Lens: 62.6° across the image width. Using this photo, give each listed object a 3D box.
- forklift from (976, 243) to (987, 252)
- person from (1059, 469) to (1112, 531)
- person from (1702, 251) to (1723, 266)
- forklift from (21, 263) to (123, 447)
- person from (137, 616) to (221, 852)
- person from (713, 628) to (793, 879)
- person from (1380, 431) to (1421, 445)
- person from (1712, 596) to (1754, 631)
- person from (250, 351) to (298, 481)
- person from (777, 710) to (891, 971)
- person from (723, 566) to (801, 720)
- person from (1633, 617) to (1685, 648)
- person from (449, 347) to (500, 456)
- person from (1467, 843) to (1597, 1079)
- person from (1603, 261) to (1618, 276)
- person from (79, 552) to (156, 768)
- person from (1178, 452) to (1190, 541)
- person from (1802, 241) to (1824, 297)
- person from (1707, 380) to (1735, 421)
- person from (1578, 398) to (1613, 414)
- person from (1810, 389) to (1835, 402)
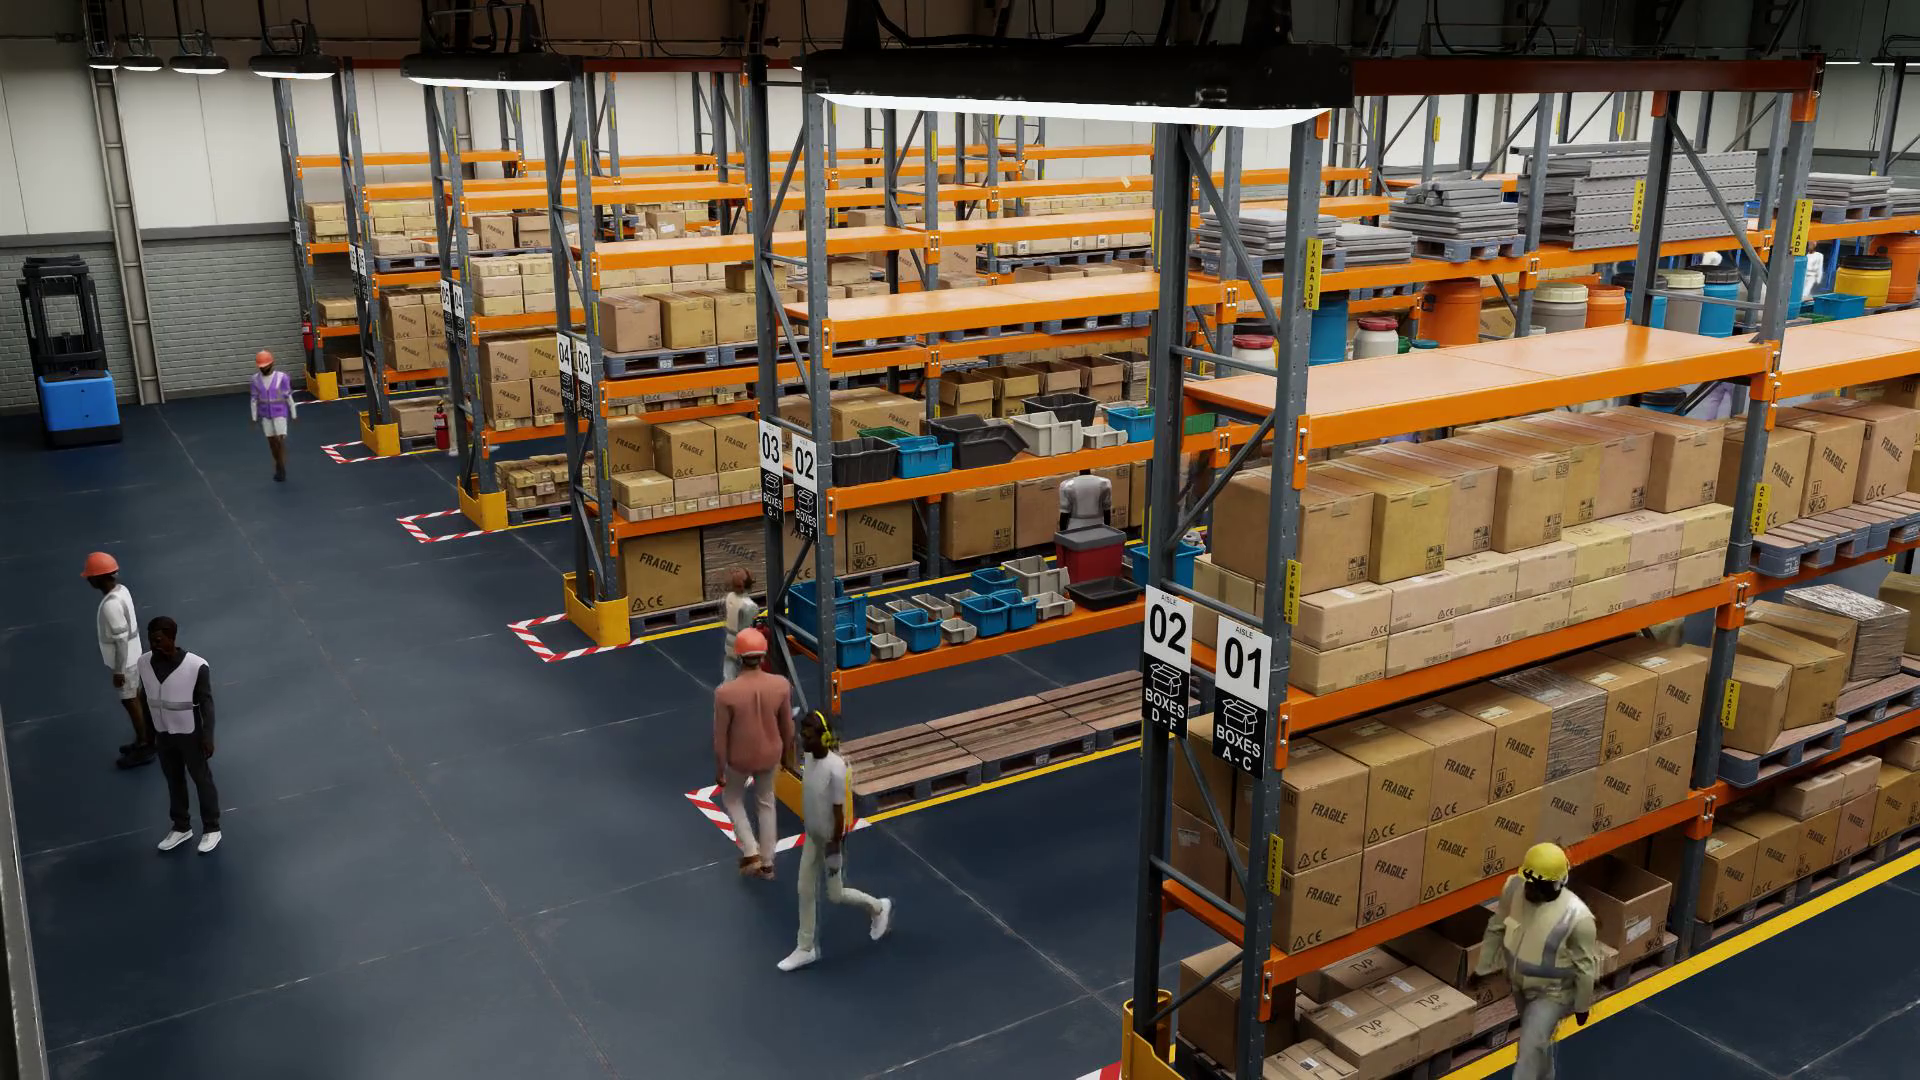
[{"bbox_3d":[0.988,-5.474,34.718,1.214,2.155,2.313,-10,20,-31],"label":"forklift"},{"bbox_3d":[1.369,-0.084,17.363,0.603,1.962,0.367,-3,17,-9],"label":"person"},{"bbox_3d":[17.517,-6.137,37.178,0.946,1.987,0.674,-3,17,-10],"label":"person"},{"bbox_3d":[-14.518,-3.079,25.708,1.129,2.768,1.873,-10,20,-31],"label":"forklift"},{"bbox_3d":[-6.061,1.492,12.272,0.587,1.920,0.392,3,17,9],"label":"person"},{"bbox_3d":[-1.550,1.600,11.817,0.644,1.974,0.444,-9,19,-27],"label":"person"},{"bbox_3d":[5.718,-1.030,20.525,0.542,1.929,0.374,-1,17,-2],"label":"person"},{"bbox_3d":[8.365,0.146,16.825,0.429,1.838,0.621,-8,19,-24],"label":"person"},{"bbox_3d":[-10.091,-1.796,23.067,0.598,1.905,0.721,-1,17,-3],"label":"person"},{"bbox_3d":[-0.874,2.003,10.721,0.785,1.852,0.520,-13,21,-37],"label":"person"},{"bbox_3d":[-1.895,1.002,14.403,0.836,1.592,0.544,-13,21,-36],"label":"person"},{"bbox_3d":[5.761,1.129,13.367,0.721,1.979,0.625,-10,20,-30],"label":"person"},{"bbox_3d":[-7.648,-2.229,24.605,0.879,1.834,0.544,-9,19,-28],"label":"person"},{"bbox_3d":[3.219,2.547,9.023,0.889,1.790,0.610,-9,19,-26],"label":"person"},{"bbox_3d":[17.364,-7.616,42.203,0.597,1.878,0.980,-2,17,-7],"label":"person"},{"bbox_3d":[-7.342,1.031,13.755,0.378,1.932,0.551,-7,18,-21],"label":"person"},{"bbox_3d":[2.438,-0.543,18.973,0.859,1.892,0.617,-10,20,-29],"label":"person"},{"bbox_3d":[20.097,-6.192,37.568,0.791,1.854,0.598,-7,18,-23],"label":"person"},{"bbox_3d":[12.695,-2.649,25.913,0.892,1.871,0.670,-9,19,-28],"label":"person"},{"bbox_3d":[9.513,-1.870,23.610,0.541,1.726,0.872,13,21,37],"label":"person"},{"bbox_3d":[13.039,-1.884,23.884,0.850,1.584,0.519,-5,18,-17],"label":"person"}]
